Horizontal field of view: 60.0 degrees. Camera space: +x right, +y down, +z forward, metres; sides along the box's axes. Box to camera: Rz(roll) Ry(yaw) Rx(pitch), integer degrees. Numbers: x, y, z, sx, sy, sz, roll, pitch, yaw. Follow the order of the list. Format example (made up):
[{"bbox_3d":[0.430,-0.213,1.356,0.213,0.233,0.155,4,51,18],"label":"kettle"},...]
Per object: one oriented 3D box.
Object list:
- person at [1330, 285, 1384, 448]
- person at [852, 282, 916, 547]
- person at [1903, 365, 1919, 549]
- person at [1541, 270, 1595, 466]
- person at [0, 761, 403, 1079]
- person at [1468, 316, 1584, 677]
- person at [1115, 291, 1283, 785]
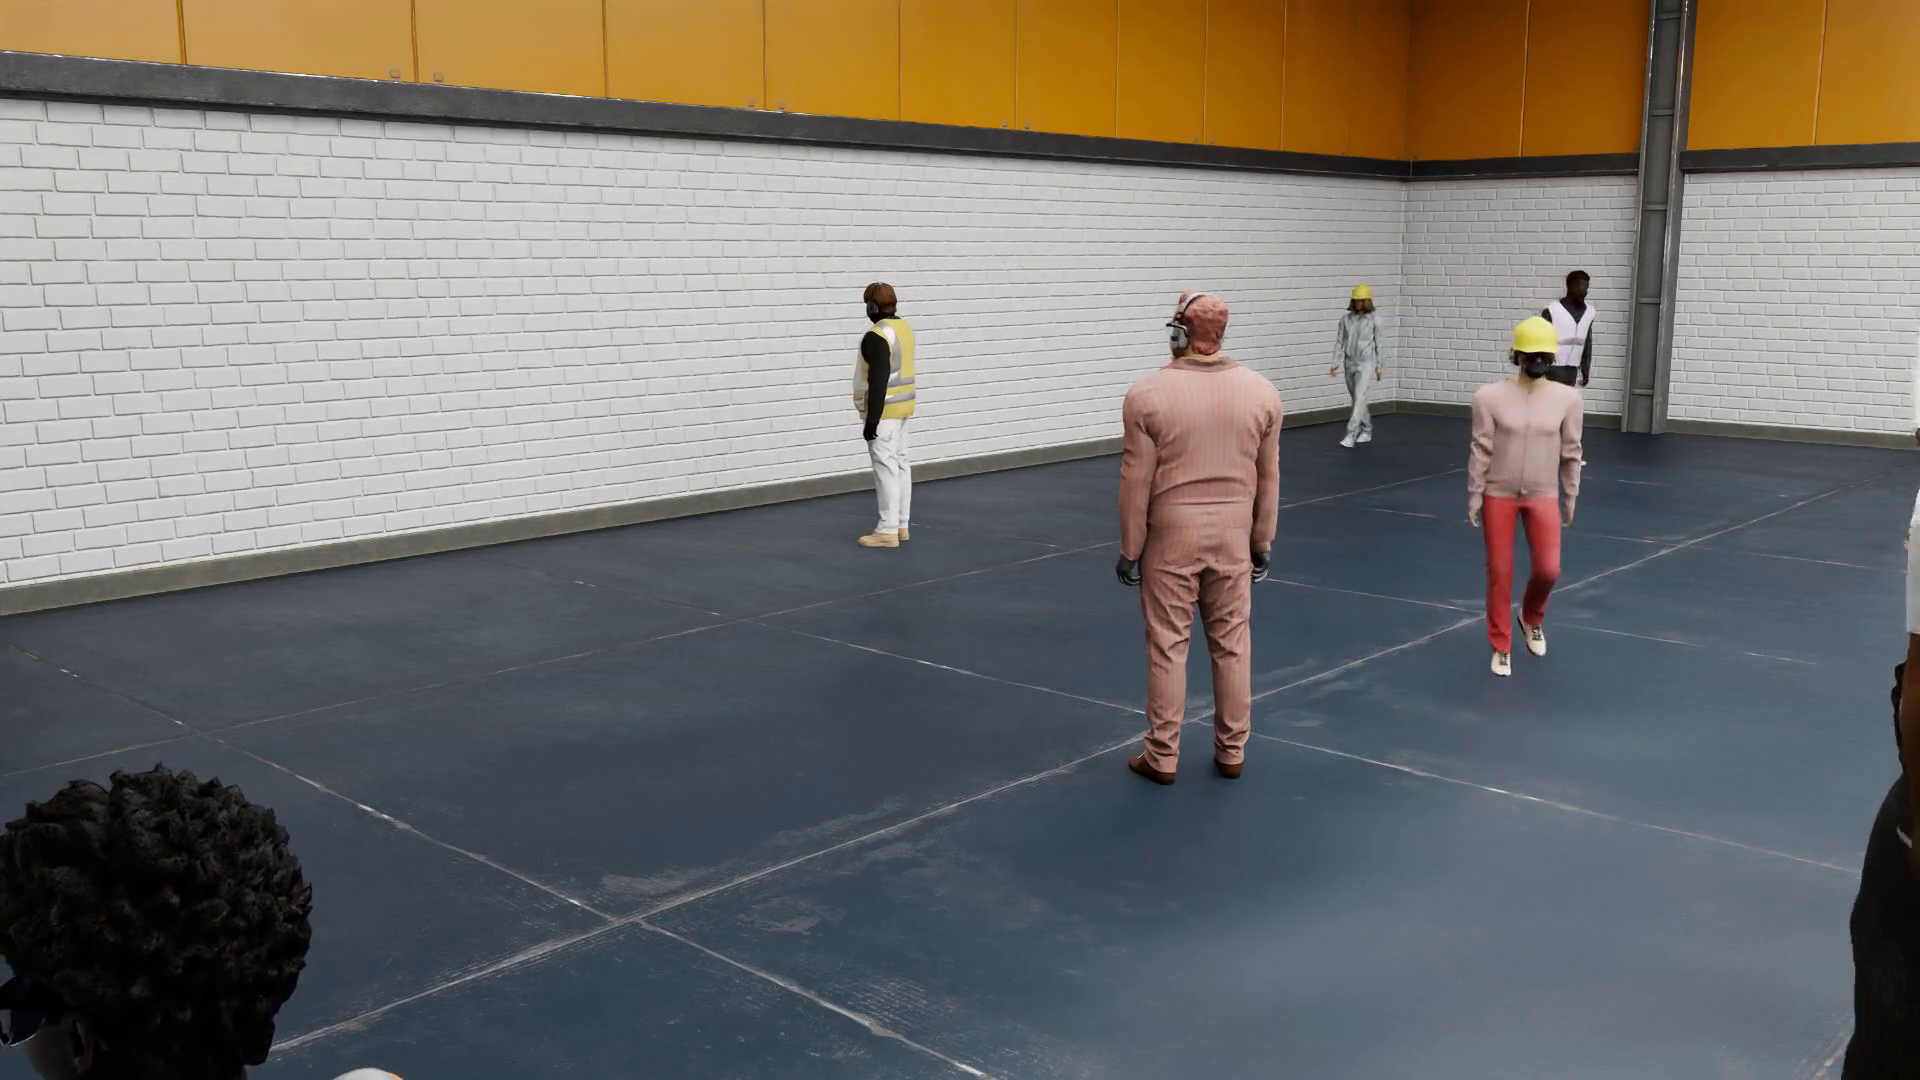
[{"bbox_3d":[4.196,-1.832,17.508,0.490,1.696,0.914,9,13,42],"label":"person"},{"bbox_3d":[-0.534,-0.871,11.616,0.430,1.840,0.624,3,10,18],"label":"person"},{"bbox_3d":[6.727,-0.822,11.221,0.594,1.876,0.369,-3,10,-14],"label":"person"},{"bbox_3d":[5.822,-1.691,16.216,0.640,1.876,0.906,-4,11,-22],"label":"person"},{"bbox_3d":[-0.574,1.008,1.338,0.318,1.691,0.532,3,10,16],"label":"person"},{"bbox_3d":[2.738,-0.209,8.103,0.534,1.756,0.438,2,10,11],"label":"person"},{"bbox_3d":[0.910,0.000,6.460,0.651,1.909,0.409,-2,10,-12],"label":"person"}]
